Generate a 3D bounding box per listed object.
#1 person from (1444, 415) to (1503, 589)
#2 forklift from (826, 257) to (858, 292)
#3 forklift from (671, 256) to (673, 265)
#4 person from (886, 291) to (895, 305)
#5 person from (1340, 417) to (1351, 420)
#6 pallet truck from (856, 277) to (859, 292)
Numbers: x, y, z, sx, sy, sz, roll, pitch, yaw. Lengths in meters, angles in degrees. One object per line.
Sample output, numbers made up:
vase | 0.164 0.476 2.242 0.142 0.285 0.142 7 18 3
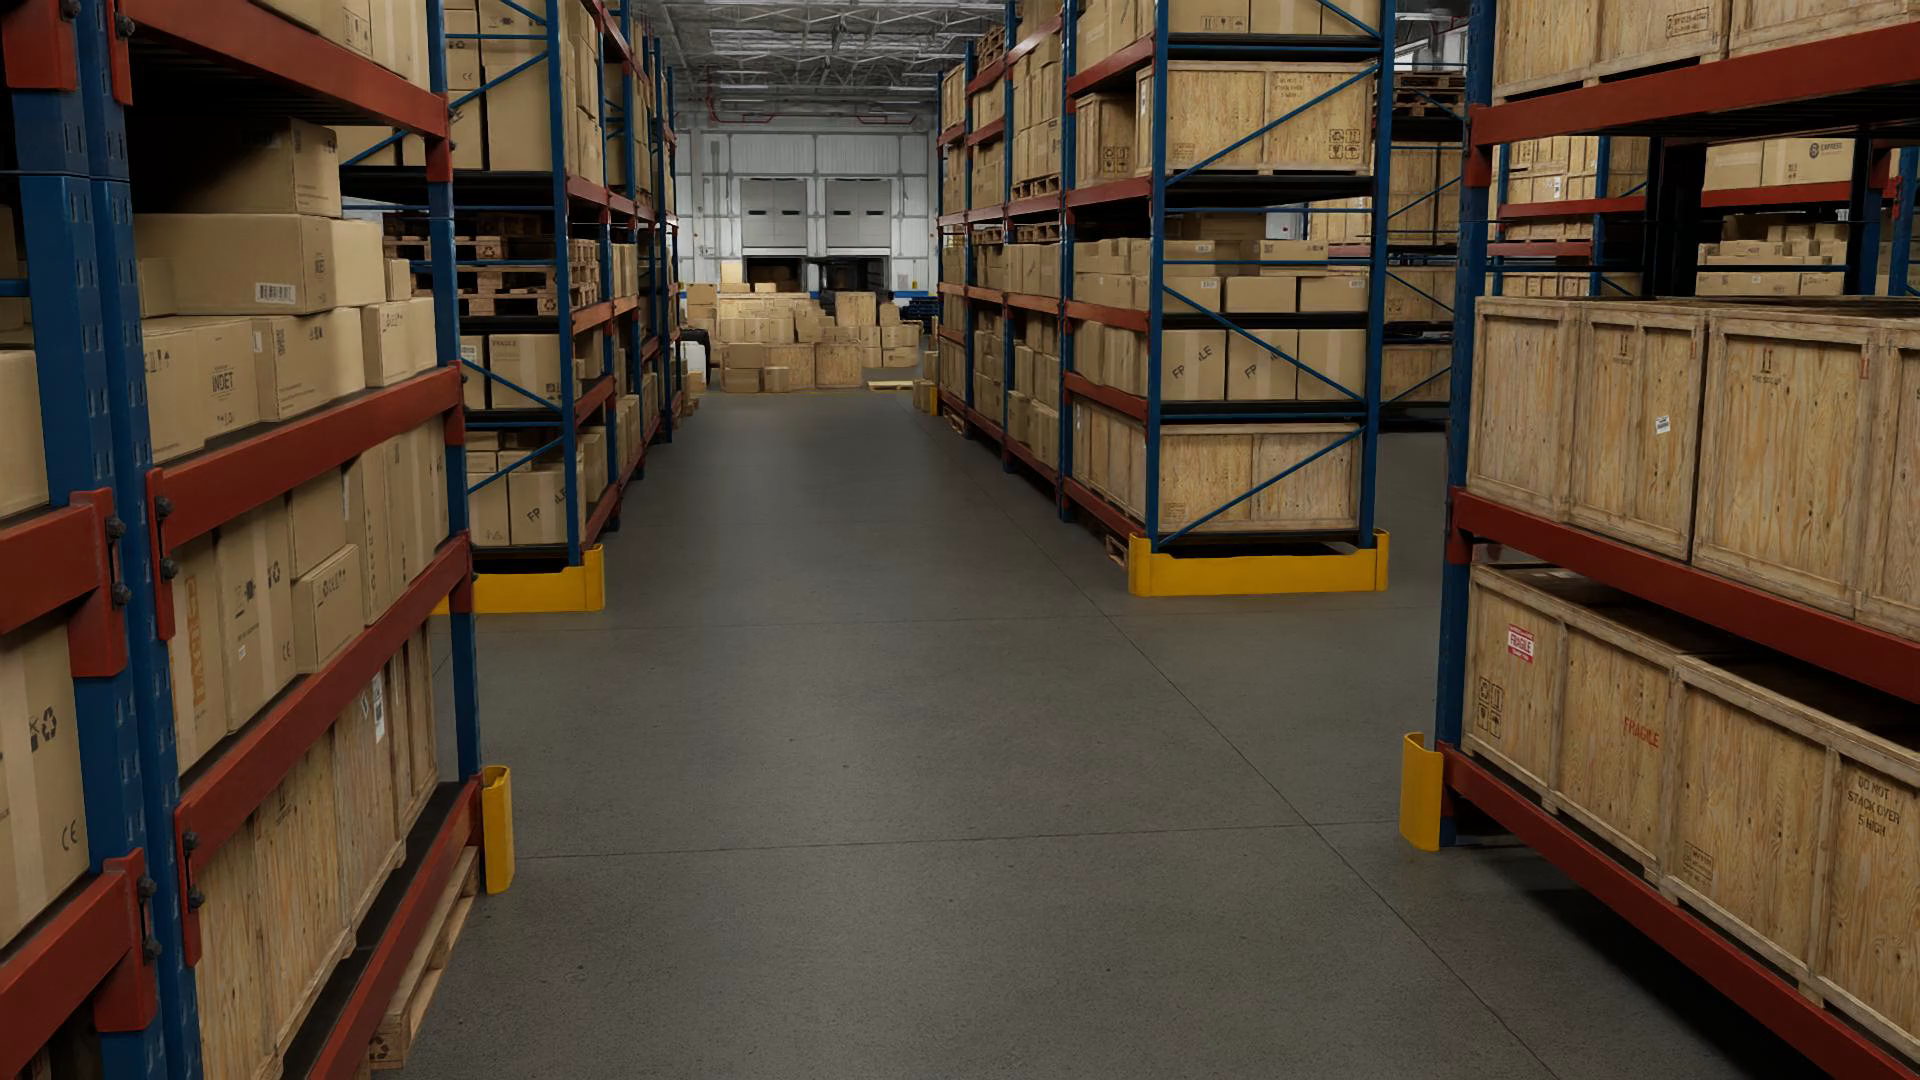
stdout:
person | 4.458 -0.470 14.207 0.649 1.878 0.667 4 11 22
forklift | -3.405 -6.789 48.088 1.129 2.768 1.873 6 12 33
forklift | -10.987 -9.066 61.344 1.129 2.768 1.873 -1 10 -7
person | -2.303 -7.559 56.119 0.890 1.644 0.549 3 10 18
person | 4.050 -1.055 18.146 0.318 1.699 0.532 -8 13 -40
pallet truck | -3.782 -9.391 65.808 1.885 1.965 0.823 2 10 10
